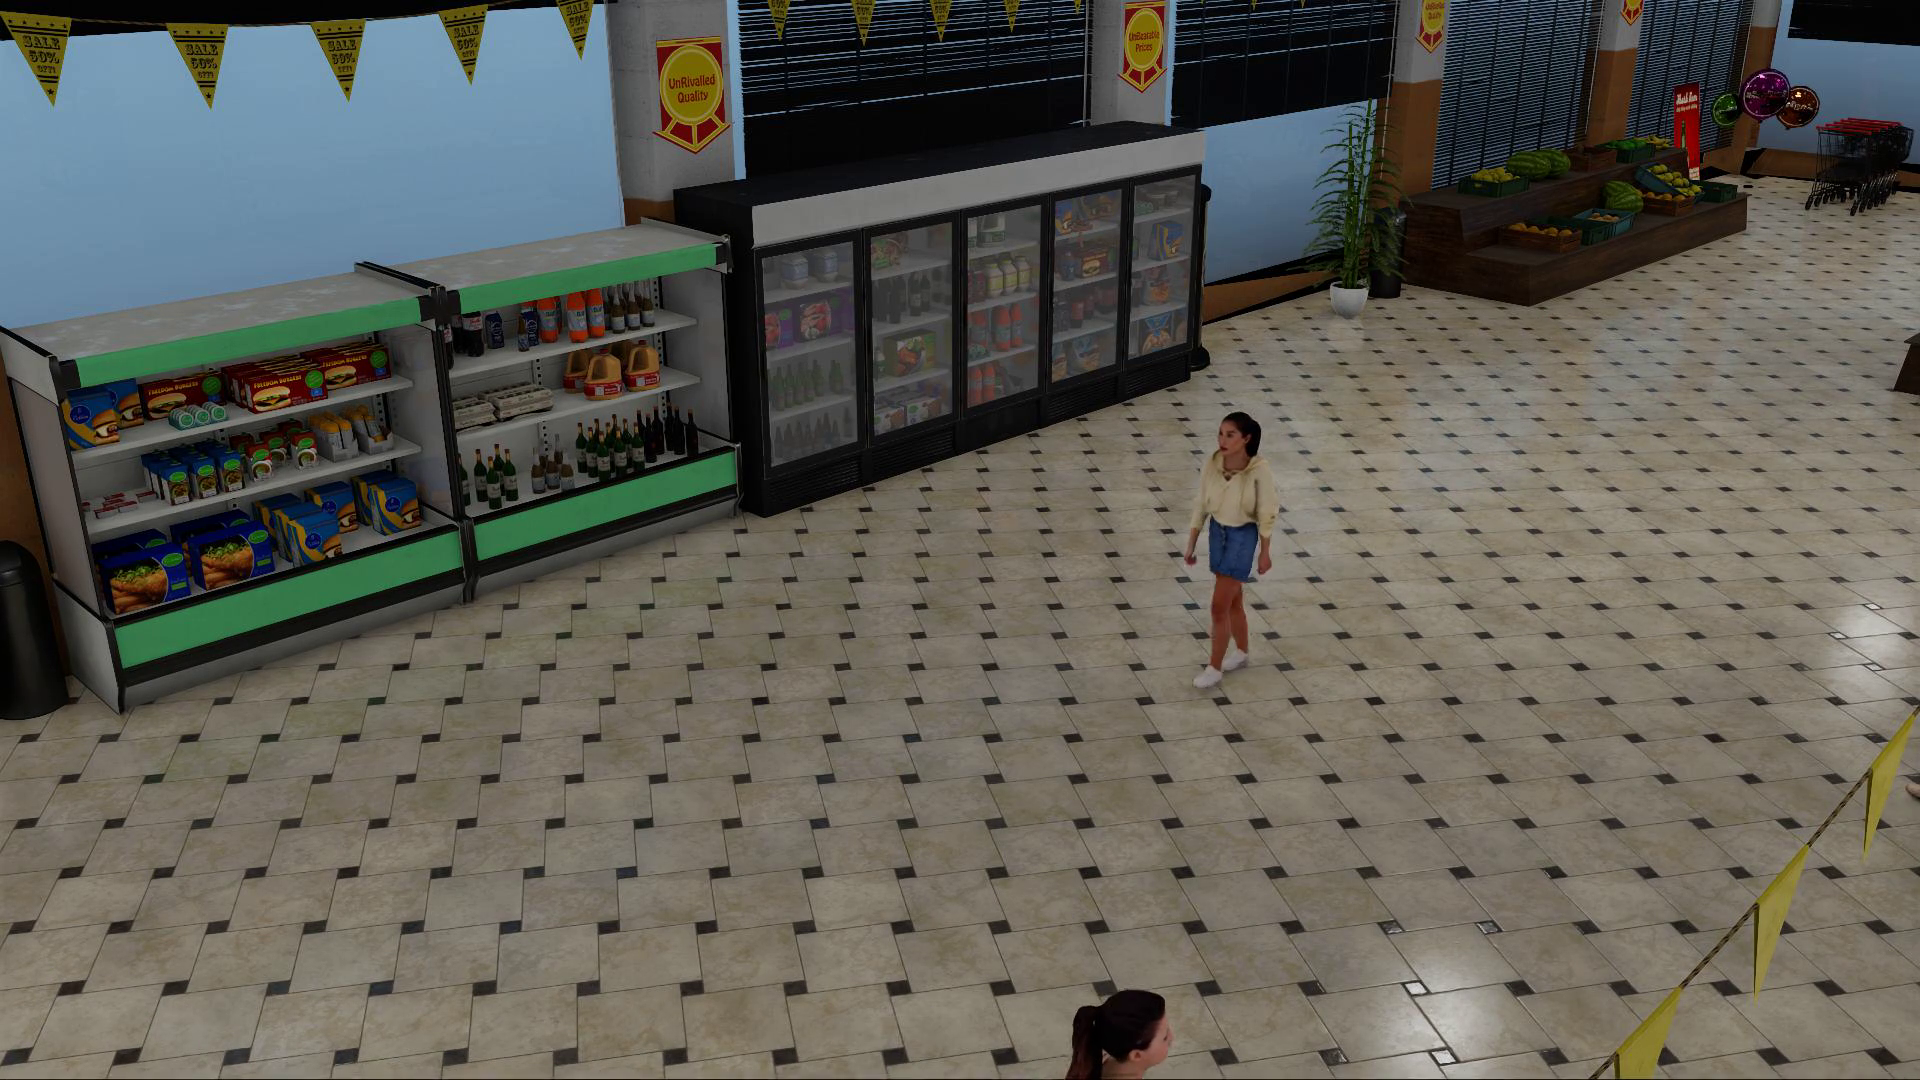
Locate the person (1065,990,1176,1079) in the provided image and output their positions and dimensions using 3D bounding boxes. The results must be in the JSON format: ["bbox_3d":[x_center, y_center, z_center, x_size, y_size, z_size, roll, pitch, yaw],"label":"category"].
[{"bbox_3d":[0.357,2.003,4.781,1.057,1.570,1.007,0,22,1],"label":"person"}]

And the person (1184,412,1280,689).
[{"bbox_3d":[1.631,0.025,9.651,0.790,1.609,0.644,-19,29,-40],"label":"person"}]
